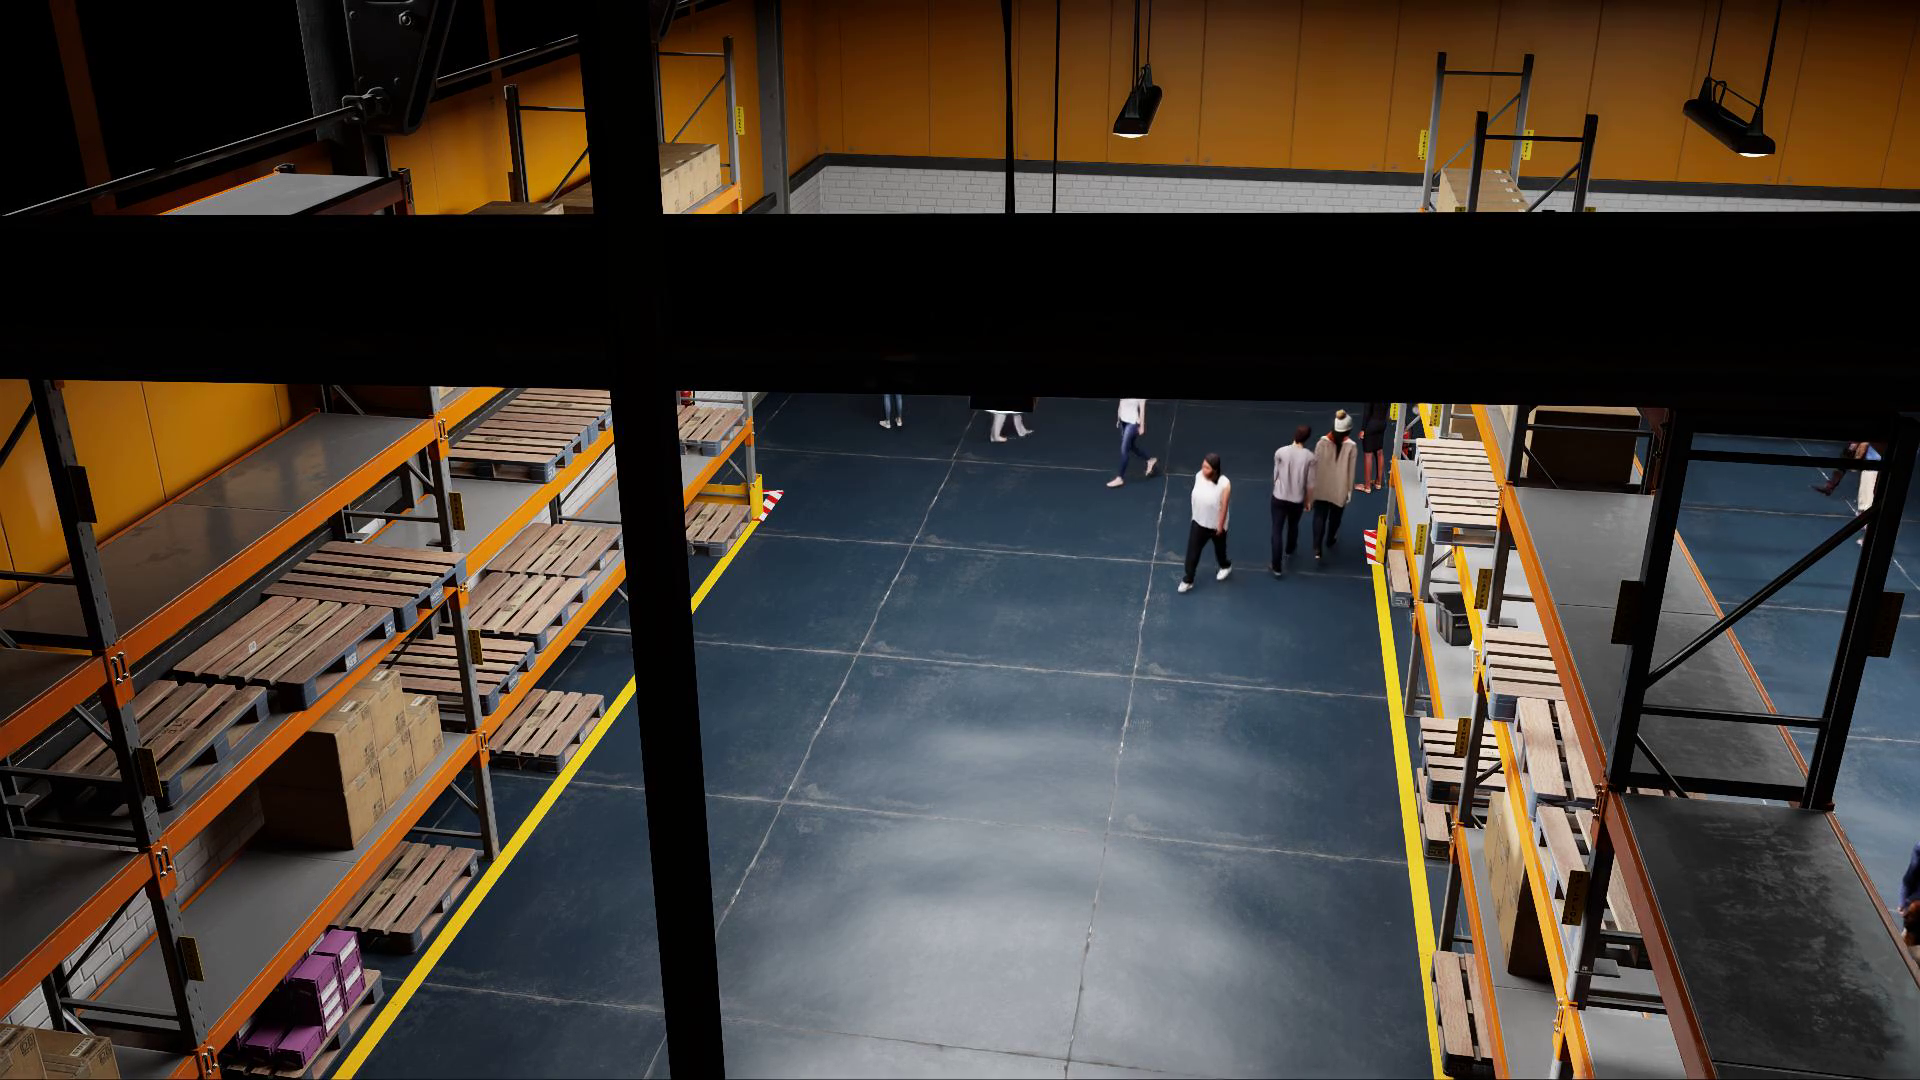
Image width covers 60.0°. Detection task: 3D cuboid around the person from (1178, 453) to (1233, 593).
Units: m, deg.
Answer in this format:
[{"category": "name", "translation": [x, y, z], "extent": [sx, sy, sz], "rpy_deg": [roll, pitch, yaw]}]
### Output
[{"category": "person", "translation": [2.959, -0.229, 19.402], "extent": [1.022, 1.648, 1.207], "rpy_deg": [20, 30, 38]}]

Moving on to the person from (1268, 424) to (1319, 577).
[{"category": "person", "translation": [3.888, -0.439, 19.720], "extent": [0.653, 1.778, 1.097], "rpy_deg": [2, 24, 4]}]

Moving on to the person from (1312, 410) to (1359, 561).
[{"category": "person", "translation": [4.452, -0.627, 20.045], "extent": [0.886, 1.862, 1.203], "rpy_deg": [9, 25, 20]}]

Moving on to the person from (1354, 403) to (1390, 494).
[{"category": "person", "translation": [5.518, -1.486, 22.188], "extent": [0.664, 1.720, 0.719], "rpy_deg": [-15, 28, -31]}]

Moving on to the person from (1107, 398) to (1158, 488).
[{"category": "person", "translation": [2.369, -1.577, 22.404], "extent": [1.066, 1.714, 1.069], "rpy_deg": [-13, 27, -28]}]
